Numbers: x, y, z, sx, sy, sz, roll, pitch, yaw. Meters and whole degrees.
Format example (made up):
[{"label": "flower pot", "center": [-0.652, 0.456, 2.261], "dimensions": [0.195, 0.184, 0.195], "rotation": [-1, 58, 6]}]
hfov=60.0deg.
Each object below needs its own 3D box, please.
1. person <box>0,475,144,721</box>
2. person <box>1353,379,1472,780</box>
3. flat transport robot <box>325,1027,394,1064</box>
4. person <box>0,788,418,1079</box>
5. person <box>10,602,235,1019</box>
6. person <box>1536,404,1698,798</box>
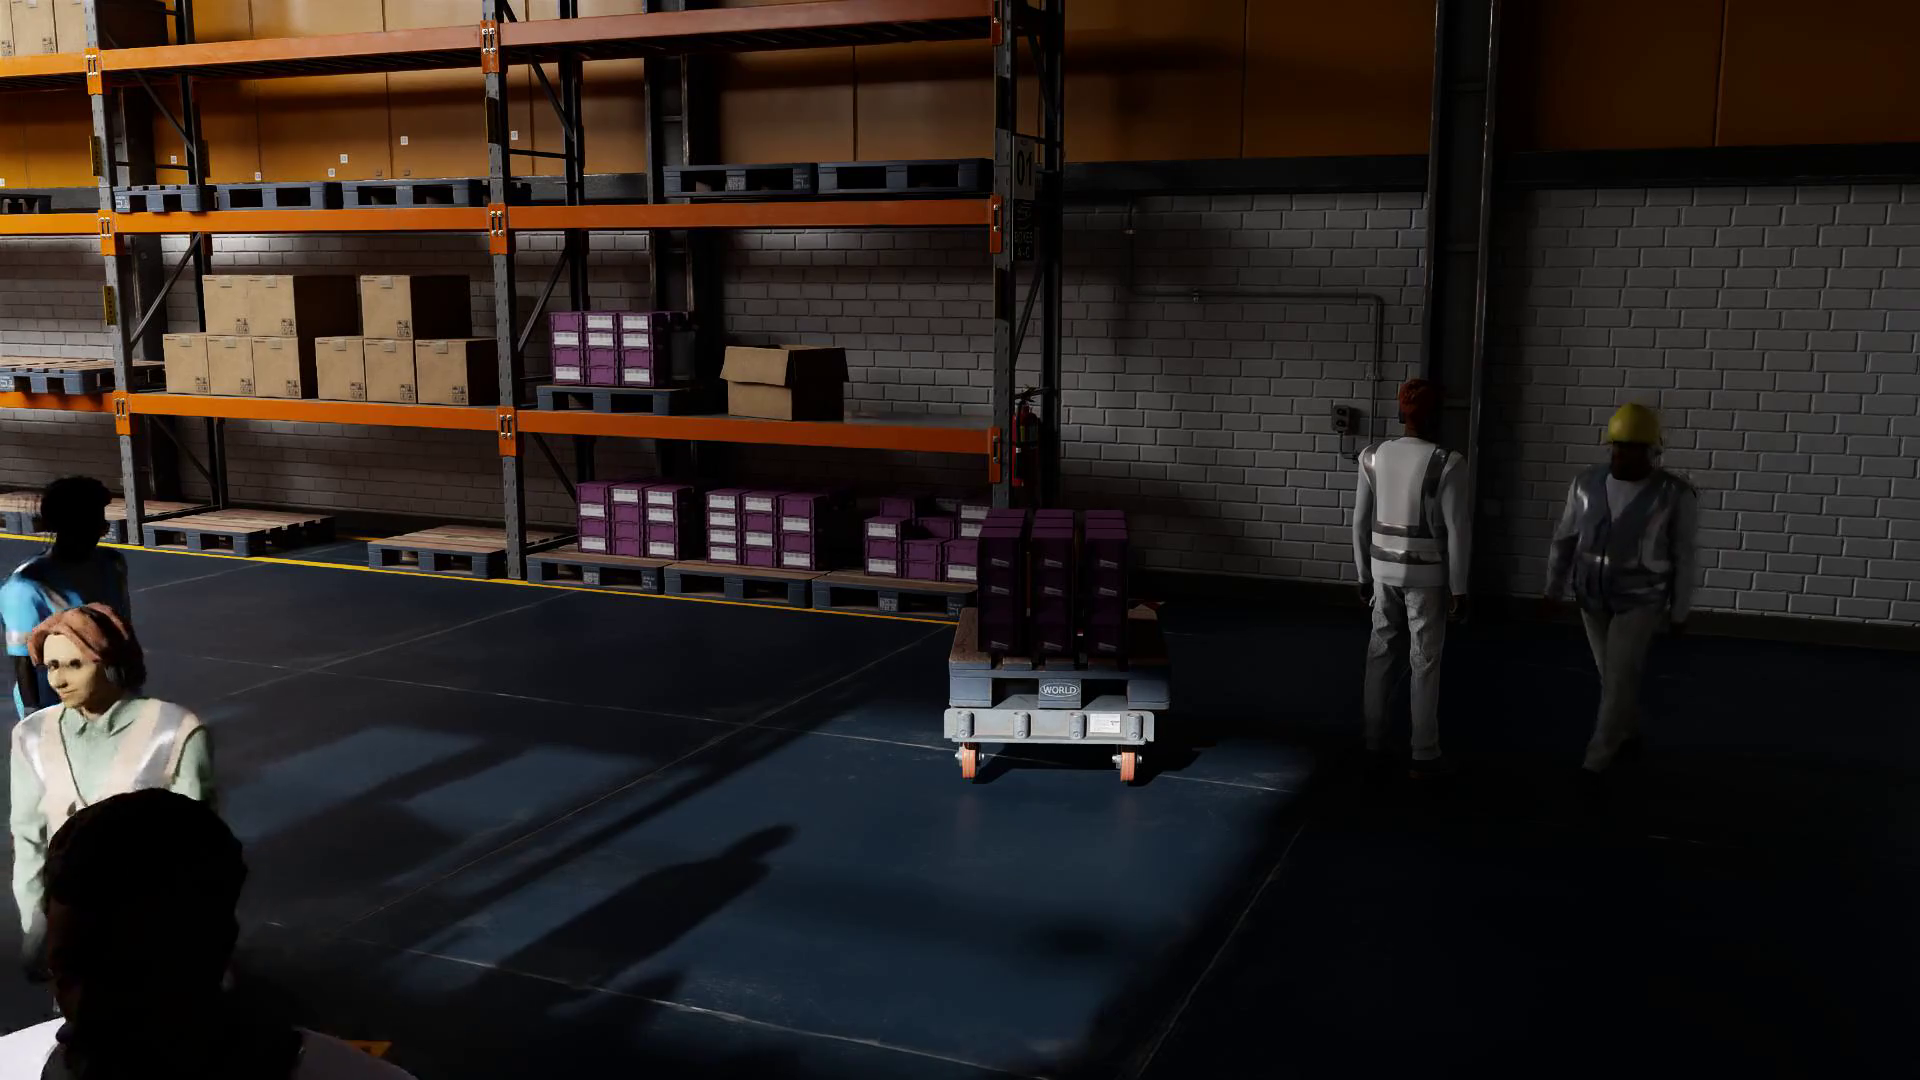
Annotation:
[{"label": "person", "center": [-3.178, 0.590, 6.027], "dimensions": [0.371, 1.670, 0.595], "rotation": [3, 10, 15]}, {"label": "person", "center": [2.131, 0.182, 7.850], "dimensions": [0.338, 1.882, 0.583], "rotation": [-9, 13, -44]}, {"label": "flat transport robot", "center": [-2.066, 1.587, 4.259], "dimensions": [0.652, 0.197, 1.431], "rotation": [1, 10, 5]}, {"label": "person", "center": [-0.894, 1.183, 1.927], "dimensions": [0.595, 1.865, 1.021], "rotation": [2, 10, 10]}, {"label": "person", "center": [-2.032, 0.942, 4.076], "dimensions": [0.518, 1.615, 0.367], "rotation": [1, 10, 4]}, {"label": "person", "center": [3.073, 0.254, 7.745], "dimensions": [0.952, 1.789, 0.604], "rotation": [-8, 13, -41]}]
